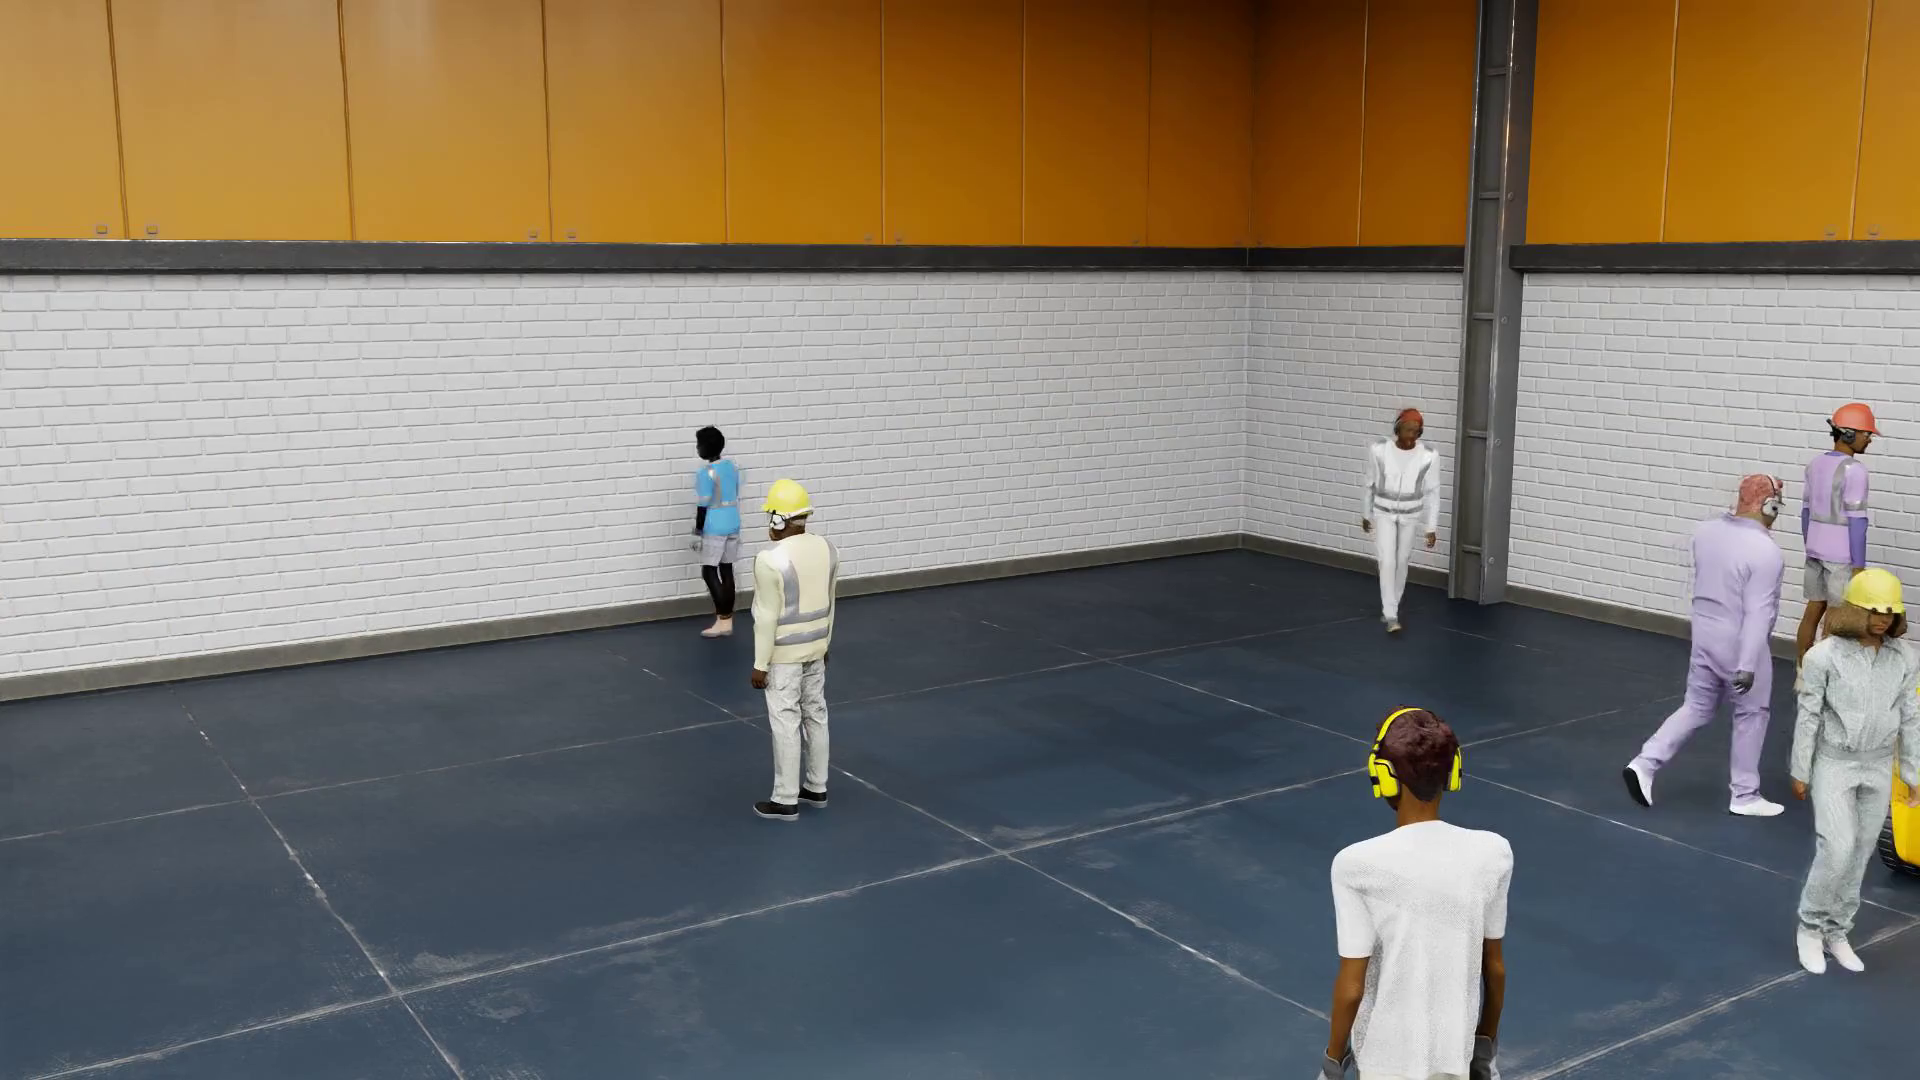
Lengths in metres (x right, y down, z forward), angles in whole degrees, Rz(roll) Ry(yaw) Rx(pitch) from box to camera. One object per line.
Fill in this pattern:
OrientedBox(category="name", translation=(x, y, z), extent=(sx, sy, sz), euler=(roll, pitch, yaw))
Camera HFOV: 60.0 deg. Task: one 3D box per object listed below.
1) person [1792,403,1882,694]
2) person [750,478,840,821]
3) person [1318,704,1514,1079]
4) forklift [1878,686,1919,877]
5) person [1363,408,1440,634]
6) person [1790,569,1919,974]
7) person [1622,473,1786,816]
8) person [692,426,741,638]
OrientedBox(category="person", translation=(5.948, 0.091, 11.269), extent=(0.394, 2.038, 0.605), euler=(-1, 9, -3))
OrientedBox(category="person", translation=(-0.907, 0.581, 8.921), extent=(0.404, 1.836, 0.590), euler=(7, 11, 35))
OrientedBox(category="person", translation=(1.148, 1.338, 4.278), extent=(0.521, 1.865, 0.327), euler=(-2, 10, -13))
OrientedBox(category="forklift", translation=(5.511, 0.571, 7.906), extent=(2.313, 2.155, 1.214), euler=(-6, 11, -33))
OrientedBox(category="person", translation=(3.556, -0.157, 13.425), extent=(0.588, 1.812, 0.991), euler=(2, 10, 12))
OrientedBox(category="person", translation=(3.743, 0.971, 6.918), extent=(0.487, 1.729, 0.450), euler=(-1, 9, -6))
OrientedBox(category="person", translation=(4.030, 0.573, 8.867), extent=(0.803, 1.872, 0.664), euler=(-2, 10, -12))
OrientedBox(category="person", translation=(-1.926, -0.066, 13.283), extent=(0.361, 1.684, 0.612), euler=(4, 10, 24))
